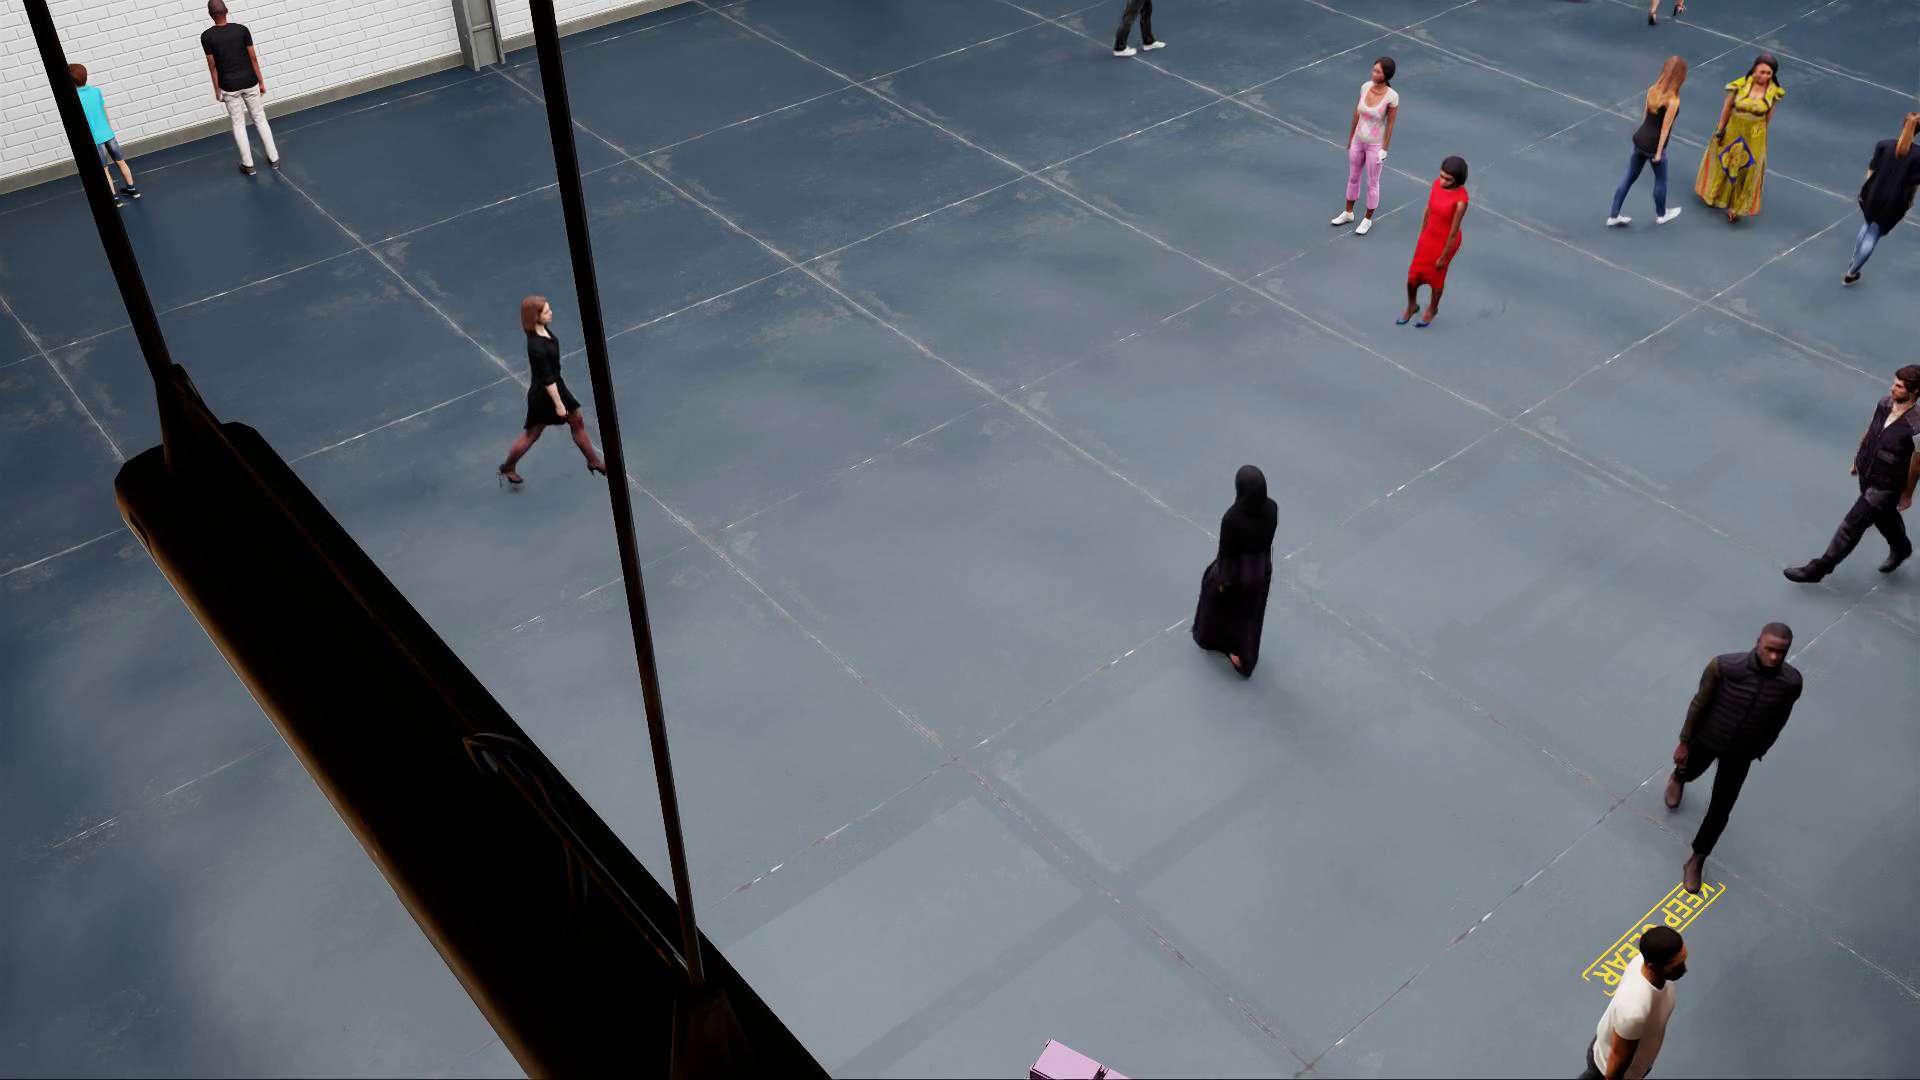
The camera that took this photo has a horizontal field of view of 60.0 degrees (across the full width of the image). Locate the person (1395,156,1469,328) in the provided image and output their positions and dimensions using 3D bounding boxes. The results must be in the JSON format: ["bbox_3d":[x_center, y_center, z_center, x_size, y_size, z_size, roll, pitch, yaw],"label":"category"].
[{"bbox_3d":[4.227,-2.586,14.459,0.662,1.718,0.652,-18,42,-21],"label":"person"}]

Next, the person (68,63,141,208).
[{"bbox_3d":[-8.533,-4.027,16.479,0.638,1.447,0.523,17,42,21],"label":"person"}]

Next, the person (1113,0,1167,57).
[{"bbox_3d":[1.976,-6.455,19.248,1.021,1.788,0.892,-8,39,-10],"label":"person"}]

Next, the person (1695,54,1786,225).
[{"bbox_3d":[7.640,-4.007,16.304,1.031,1.637,1.106,12,40,14],"label":"person"}]

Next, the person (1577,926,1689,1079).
[{"bbox_3d":[3.185,2.478,8.049,0.755,1.803,0.581,22,43,25],"label":"person"}]

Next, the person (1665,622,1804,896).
[{"bbox_3d":[4.462,1.127,9.744,1.117,1.799,1.303,12,40,14],"label":"person"}]

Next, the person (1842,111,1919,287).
[{"bbox_3d":[8.353,-3.054,15.087,0.709,1.665,0.618,-28,47,-31],"label":"person"}]

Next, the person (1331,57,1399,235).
[{"bbox_3d":[3.928,-3.792,15.952,0.519,1.740,0.585,-31,48,-33],"label":"person"}]

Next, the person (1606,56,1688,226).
[{"bbox_3d":[6.554,-3.771,15.969,1.030,1.685,0.811,-11,40,-14],"label":"person"}]

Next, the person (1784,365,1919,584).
[{"bbox_3d":[6.591,-0.424,11.691,1.331,1.793,1.107,-6,39,-8],"label":"person"}]

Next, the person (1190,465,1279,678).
[{"bbox_3d":[1.911,0.233,11.014,0.856,1.611,0.826,-11,40,-14],"label":"person"}]

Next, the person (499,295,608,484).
[{"bbox_3d":[-3.226,-1.069,12.609,1.199,1.655,0.966,-7,39,-8],"label":"person"}]

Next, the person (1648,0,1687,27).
[{"bbox_3d":[8.595,-7.051,20.064,0.911,1.700,0.582,-27,46,-29],"label":"person"}]

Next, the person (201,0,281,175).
[{"bbox_3d":[-7.346,-4.625,16.944,0.534,1.802,0.719,-24,44,-27],"label":"person"}]
